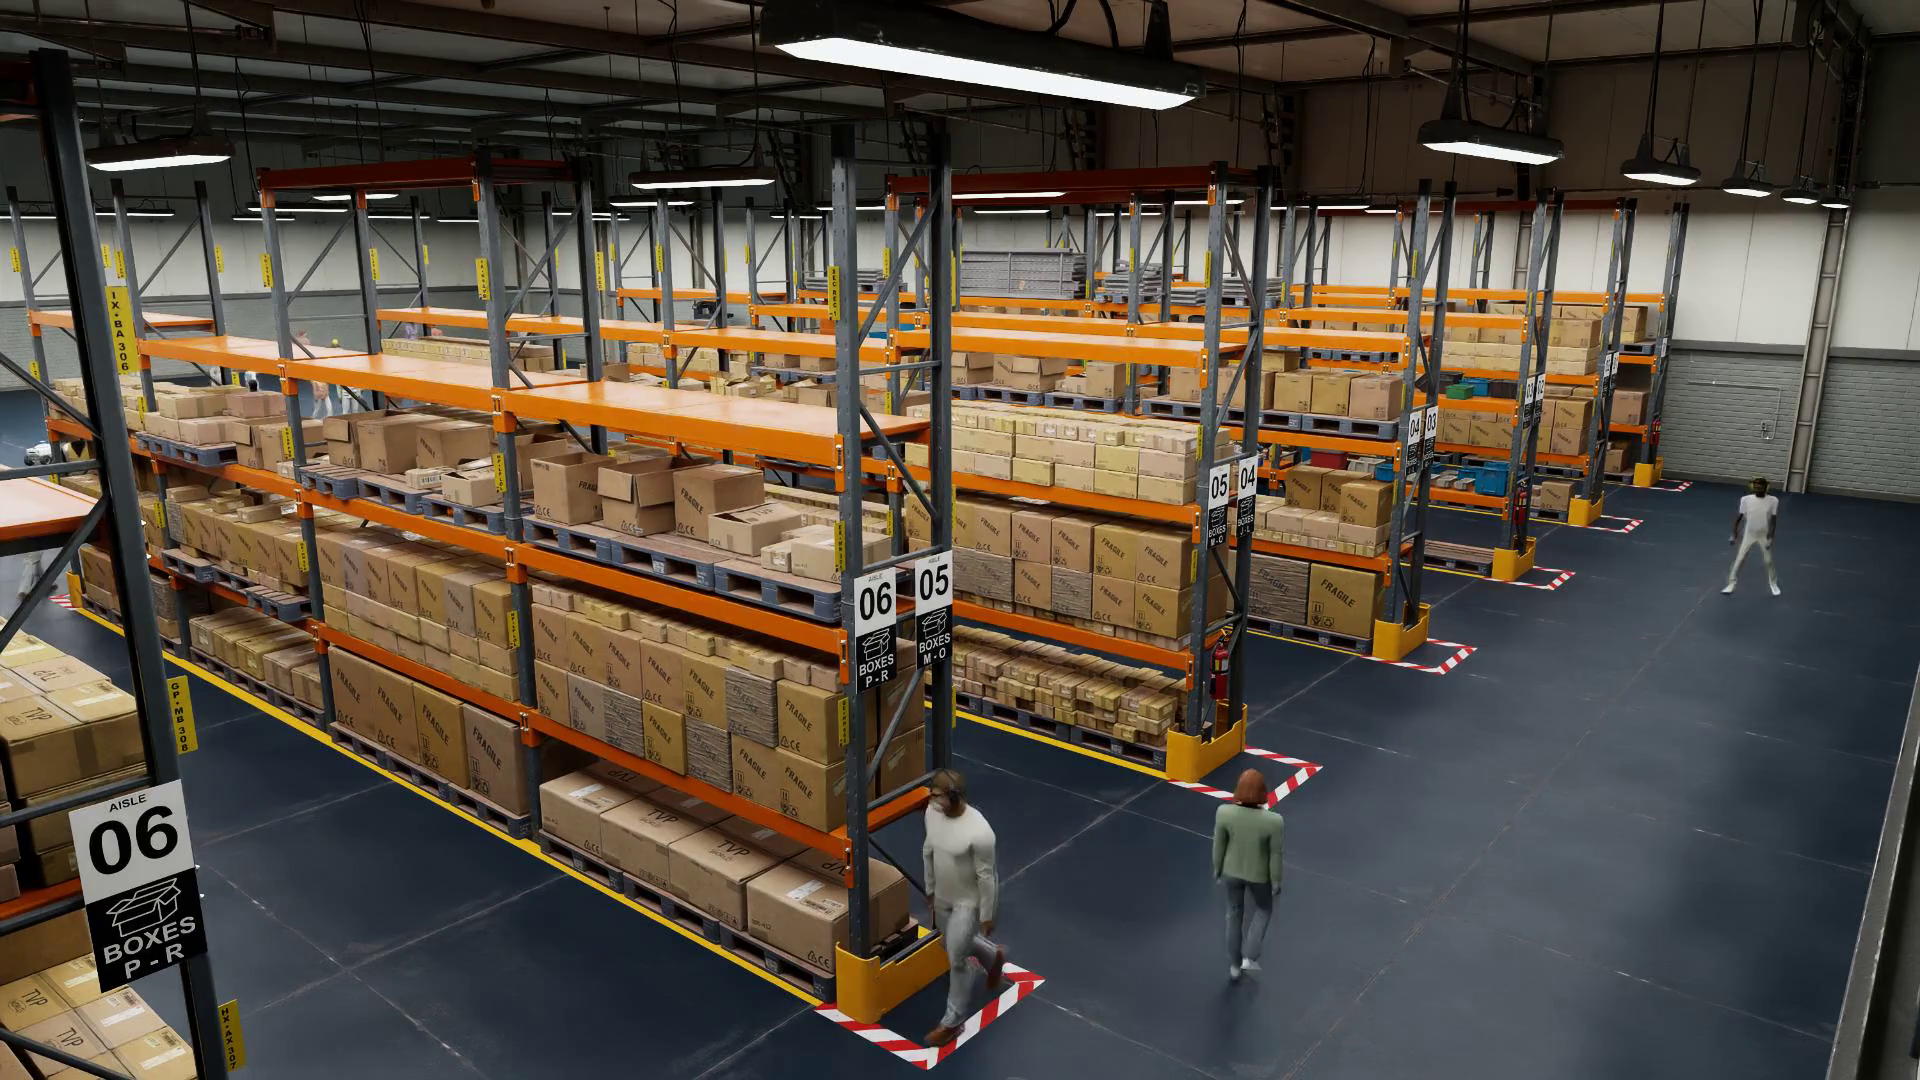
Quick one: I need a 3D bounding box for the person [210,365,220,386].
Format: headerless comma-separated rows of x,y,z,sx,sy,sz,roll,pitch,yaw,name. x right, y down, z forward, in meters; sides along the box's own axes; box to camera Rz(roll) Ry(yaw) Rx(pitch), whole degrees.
-25.158,-5.823,42.601,0.787,1.923,0.642,-9,16,-32,person

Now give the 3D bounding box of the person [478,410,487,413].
-10.552,-2.332,28.337,0.478,1.866,0.568,13,19,42,person

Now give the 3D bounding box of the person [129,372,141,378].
-25.760,-4.912,39.442,0.386,1.623,0.538,5,14,19,person

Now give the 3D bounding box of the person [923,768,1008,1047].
0.039,2.434,8.672,0.644,1.910,0.848,13,19,43,person

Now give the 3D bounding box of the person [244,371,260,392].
-21.571,-4.637,38.397,0.875,1.598,0.509,1,14,3,person

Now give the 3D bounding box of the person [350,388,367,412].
-17.981,-4.559,37.442,0.558,1.905,0.852,2,14,6,person

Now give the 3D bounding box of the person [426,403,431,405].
-16.345,-4.970,38.916,0.378,1.995,0.612,6,15,25,person

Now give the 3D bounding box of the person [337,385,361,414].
-16.987,-4.004,35.041,0.401,1.945,0.614,12,18,41,person

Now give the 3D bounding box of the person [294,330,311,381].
-24.538,-6.933,47.216,0.671,1.882,0.480,3,14,13,person

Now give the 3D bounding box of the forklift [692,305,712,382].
-9.511,-7.392,47.124,1.873,2.768,1.129,11,17,38,forklift

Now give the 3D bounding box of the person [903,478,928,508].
-0.809,-0.448,20.266,0.666,2.014,0.635,9,16,34,person

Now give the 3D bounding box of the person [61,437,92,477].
-16.560,-1.208,23.799,0.634,1.822,0.639,-8,16,-29,person

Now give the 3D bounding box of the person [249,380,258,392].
-17.163,-2.957,30.818,0.377,1.913,0.589,8,16,31,person

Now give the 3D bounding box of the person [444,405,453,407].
-13.722,-3.600,33.941,0.459,1.672,0.565,4,14,16,person

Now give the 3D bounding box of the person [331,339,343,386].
-22.214,-6.295,44.930,0.490,1.729,0.550,-6,15,-24,person

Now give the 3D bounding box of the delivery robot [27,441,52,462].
-21.889,-2.119,30.083,0.477,0.478,0.707,1,14,5,delivery robot

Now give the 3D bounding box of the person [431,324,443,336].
-21.042,-7.801,50.561,0.623,1.992,0.396,-4,14,-18,person

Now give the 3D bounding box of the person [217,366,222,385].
-21.363,-4.301,36.778,0.526,1.714,0.963,-5,14,-19,person

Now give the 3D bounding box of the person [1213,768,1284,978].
2.106,2.434,9.214,0.520,1.620,0.341,7,15,25,person

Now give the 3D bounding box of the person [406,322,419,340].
-23.423,-8.592,53.862,0.866,1.991,0.616,10,17,36,person

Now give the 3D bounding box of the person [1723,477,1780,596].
12.116,-0.063,19.098,0.745,1.831,0.529,9,16,32,person

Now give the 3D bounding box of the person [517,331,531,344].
-19.153,-8.947,55.460,0.641,1.908,0.407,4,14,17,person

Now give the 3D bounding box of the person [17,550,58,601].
-13.950,-0.035,18.840,0.647,1.898,1.011,-1,14,-5,person

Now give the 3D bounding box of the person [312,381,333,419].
-18.399,-4.115,36.227,0.824,1.604,0.515,7,15,28,person
